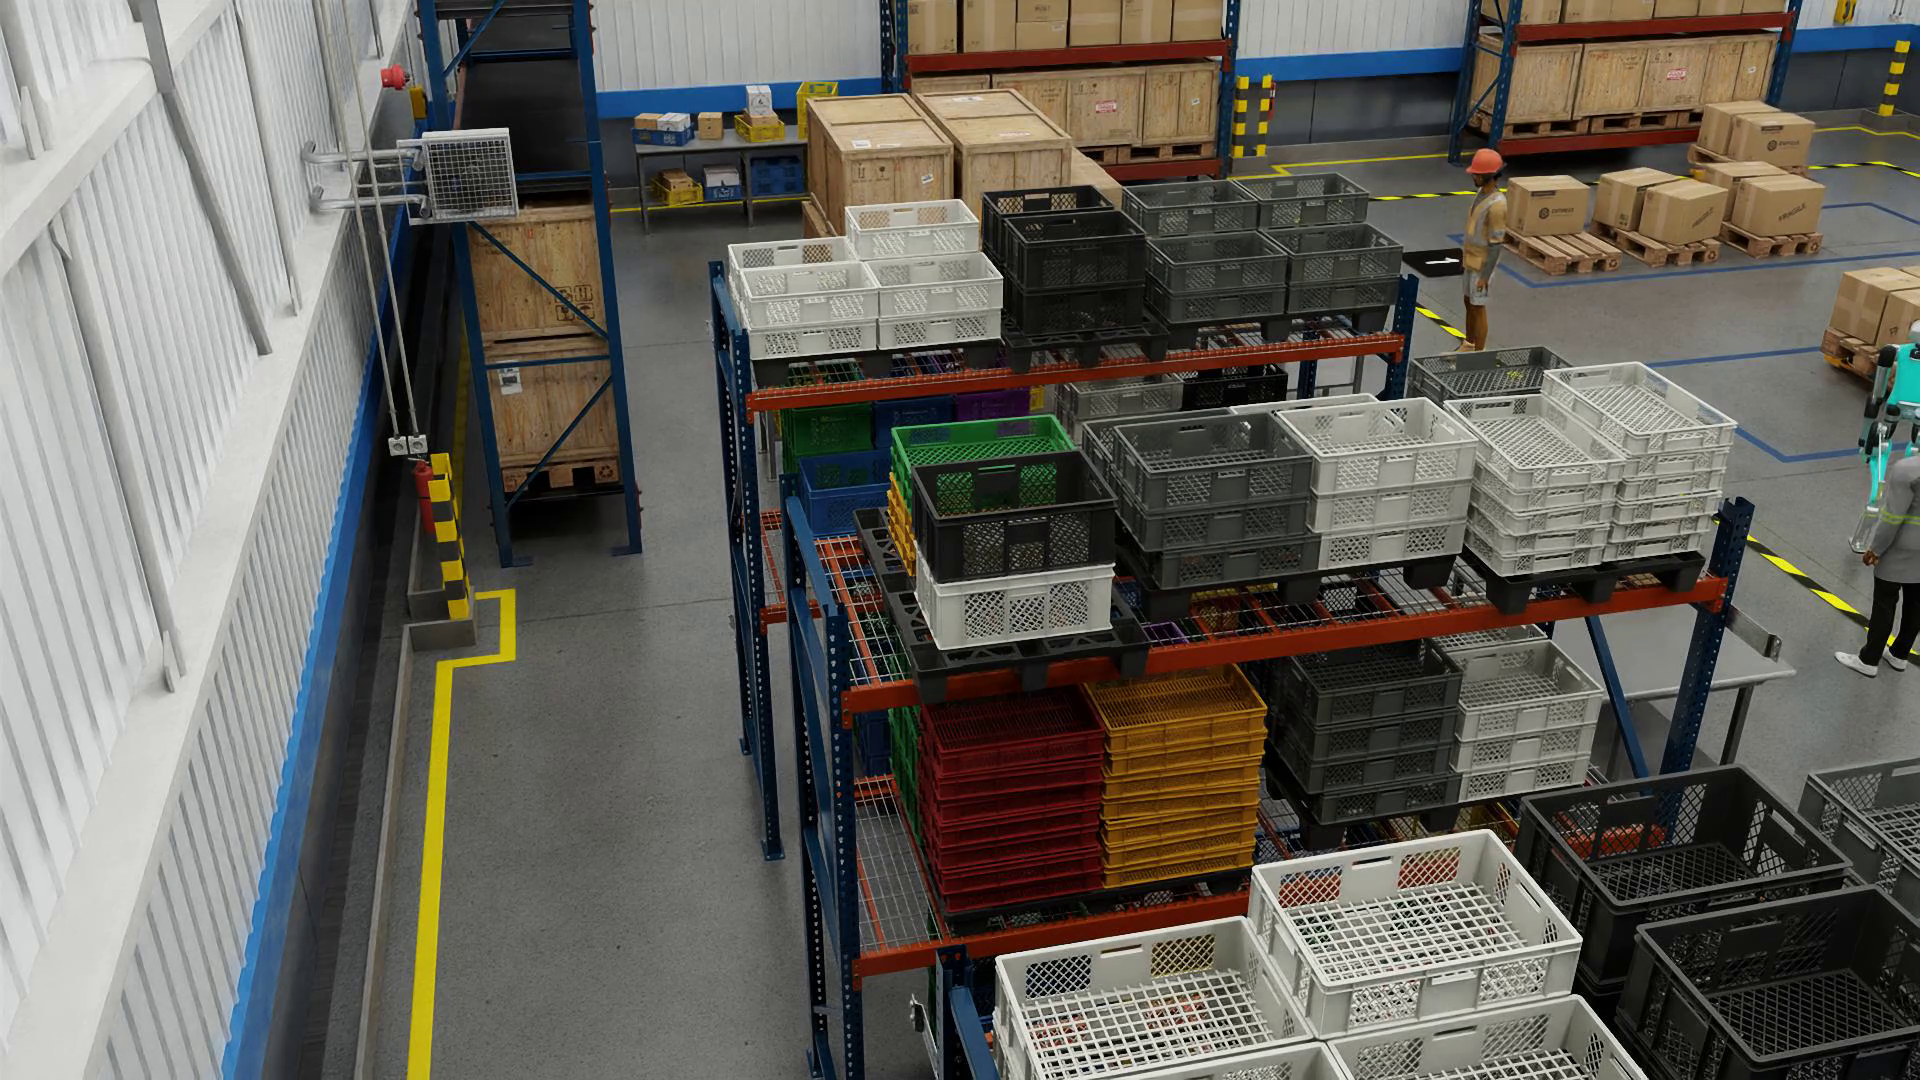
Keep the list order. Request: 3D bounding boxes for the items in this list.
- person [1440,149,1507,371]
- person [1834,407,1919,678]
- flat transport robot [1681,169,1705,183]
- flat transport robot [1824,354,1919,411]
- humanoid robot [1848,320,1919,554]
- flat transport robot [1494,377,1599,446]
[{"bbox_3d":[4.601,-2.474,14.848,0.394,2.033,0.612,1,28,1],"label":"person"},{"bbox_3d":[5.907,0.001,10.346,0.588,1.852,0.370,-7,29,-14],"label":"person"},{"bbox_3d":[9.642,-4.418,20.398,1.431,0.197,0.652,-6,28,-12],"label":"flat transport robot"},{"bbox_3d":[8.473,-1.467,14.800,0.652,0.197,1.431,-6,28,-12],"label":"flat transport robot"},{"bbox_3d":[6.516,-0.634,11.530,0.533,1.677,0.735,14,31,24],"label":"humanoid robot"},{"bbox_3d":[4.780,-1.036,14.013,0.659,0.231,1.431,-6,28,-12],"label":"flat transport robot"}]
